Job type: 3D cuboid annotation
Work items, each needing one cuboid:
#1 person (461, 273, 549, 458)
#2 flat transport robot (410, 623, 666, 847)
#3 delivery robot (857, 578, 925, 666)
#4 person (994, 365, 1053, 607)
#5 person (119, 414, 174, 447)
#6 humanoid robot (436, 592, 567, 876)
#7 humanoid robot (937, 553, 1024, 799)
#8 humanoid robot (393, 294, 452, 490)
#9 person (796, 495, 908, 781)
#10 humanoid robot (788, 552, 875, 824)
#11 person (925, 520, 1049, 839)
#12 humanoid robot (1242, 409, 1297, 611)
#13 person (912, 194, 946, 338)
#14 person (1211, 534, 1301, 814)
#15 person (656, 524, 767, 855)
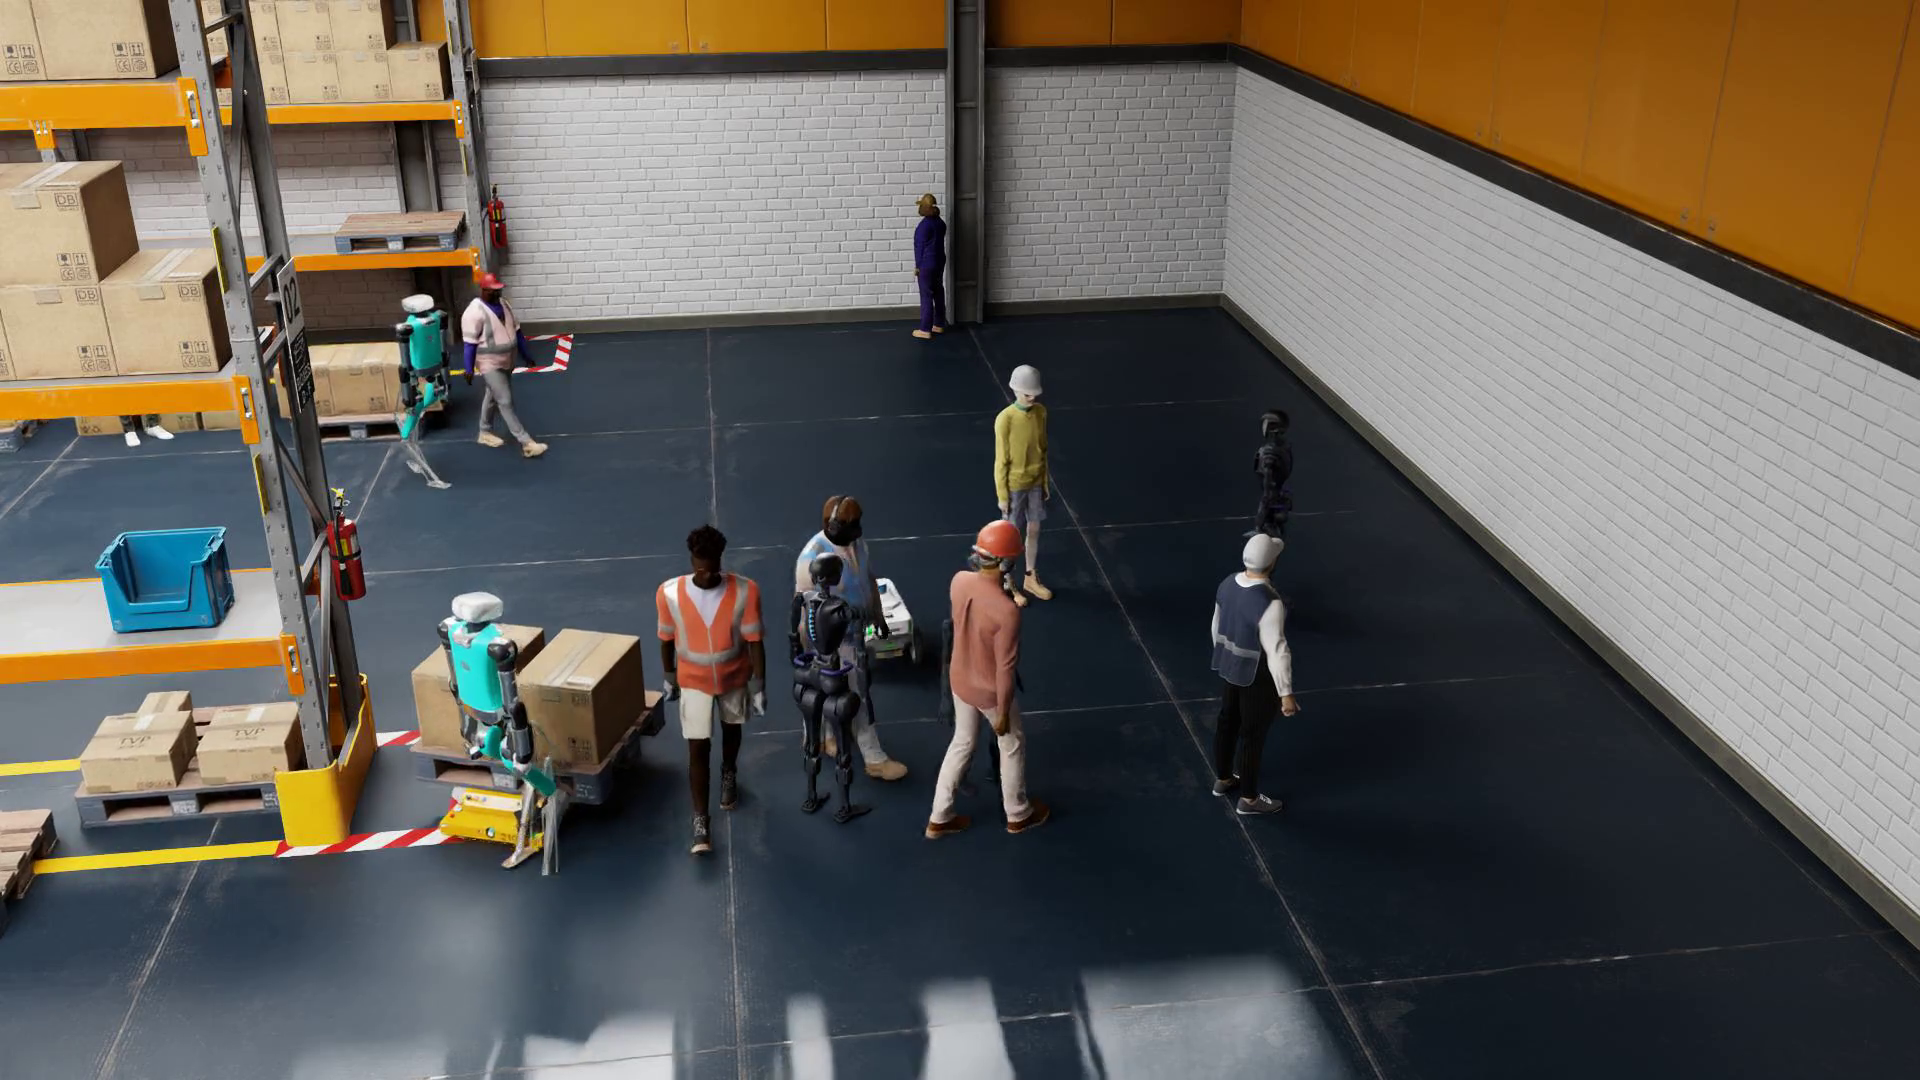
[{"bbox_3d":[-4.209,-1.616,15.287,0.902,1.701,0.636,11,26,23],"label":"person"},{"bbox_3d":[-2.551,1.391,10.228,0.659,0.231,1.431,5,24,12],"label":"flat transport robot"},{"bbox_3d":[-0.568,0.579,11.726,0.525,0.599,0.771,-6,24,-13],"label":"delivery robot"},{"bbox_3d":[0.458,-0.412,12.338,0.492,1.879,0.412,-18,29,-35],"label":"person"},{"bbox_3d":[-7.749,-1.788,15.508,0.404,1.851,0.541,15,28,30],"label":"person"},{"bbox_3d":[-2.420,1.052,9.186,0.530,1.805,0.701,15,28,31],"label":"humanoid robot"},{"bbox_3d":[0.101,0.805,9.834,0.606,1.639,0.376,-19,30,-36],"label":"humanoid robot"},{"bbox_3d":[-4.877,-1.335,14.679,0.928,1.775,0.535,14,27,29],"label":"humanoid robot"},{"bbox_3d":[-0.622,0.586,10.141,0.873,1.805,0.641,10,26,22],"label":"person"},{"bbox_3d":[-0.774,0.843,9.707,0.599,1.657,0.315,16,28,31],"label":"humanoid robot"},{"bbox_3d":[0.132,0.825,9.452,0.730,1.960,0.626,-18,29,-35],"label":"person"},{"bbox_3d":[2.285,-0.166,12.017,0.420,1.642,0.605,8,25,17],"label":"humanoid robot"},{"bbox_3d":[-0.357,-3.103,18.787,0.352,1.618,0.449,15,28,31],"label":"person"},{"bbox_3d":[1.697,0.782,9.758,0.407,1.758,0.768,-11,26,-24],"label":"person"},{"bbox_3d":[-1.397,0.827,9.475,0.621,1.915,0.974,-4,24,-9],"label":"person"}]
